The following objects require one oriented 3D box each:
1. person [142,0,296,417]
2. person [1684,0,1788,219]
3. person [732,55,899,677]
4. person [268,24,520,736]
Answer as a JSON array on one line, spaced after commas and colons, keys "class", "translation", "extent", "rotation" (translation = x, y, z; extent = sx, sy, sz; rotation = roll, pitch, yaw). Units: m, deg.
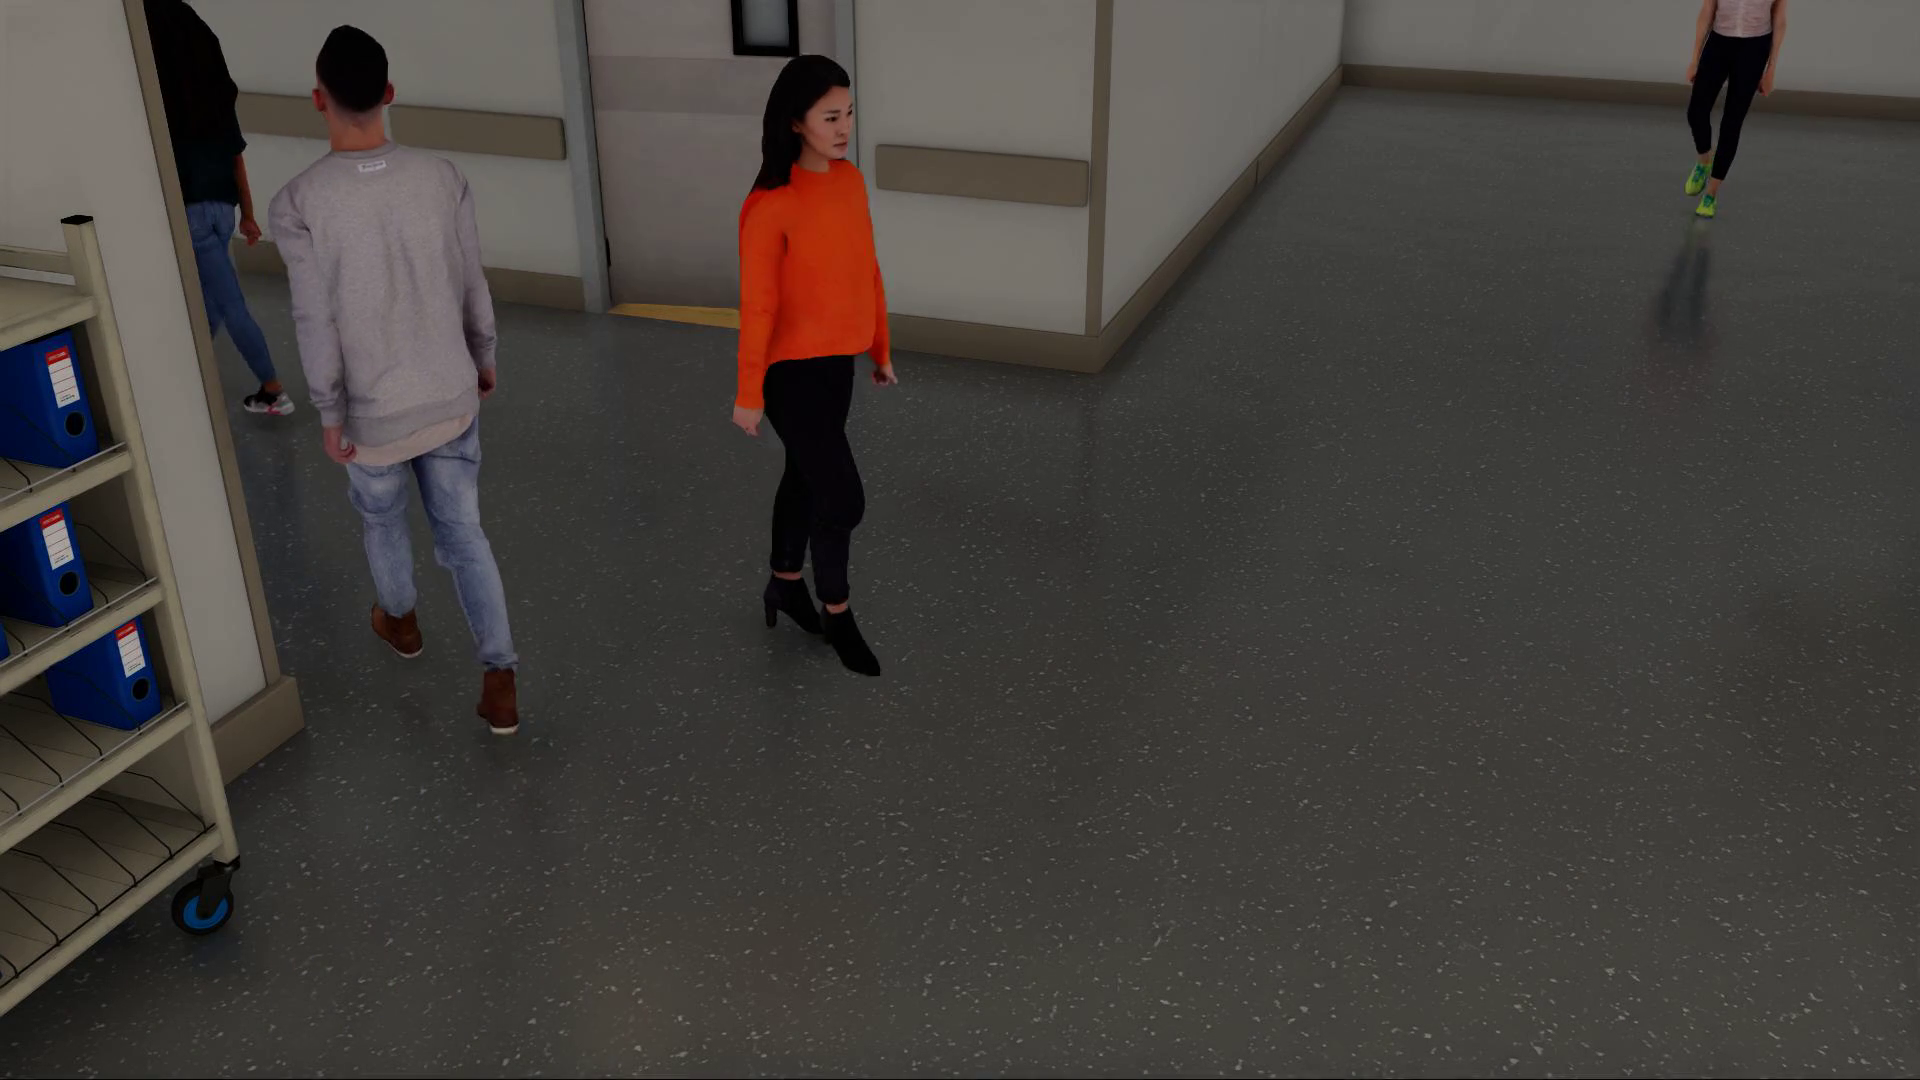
[{"class": "person", "translation": [-2.841, -1.214, 6.326], "extent": [0.799, 1.579, 1.036], "rotation": [15, 29, 27]}, {"class": "person", "translation": [4.297, -2.669, 9.209], "extent": [0.680, 1.697, 0.770], "rotation": [15, 29, 28]}, {"class": "person", "translation": [-0.485, -0.447, 4.568], "extent": [0.820, 1.725, 0.709], "rotation": [11, 28, 22]}, {"class": "person", "translation": [-1.377, -0.330, 4.244], "extent": [1.225, 1.795, 1.184], "rotation": [-17, 31, -31]}]
